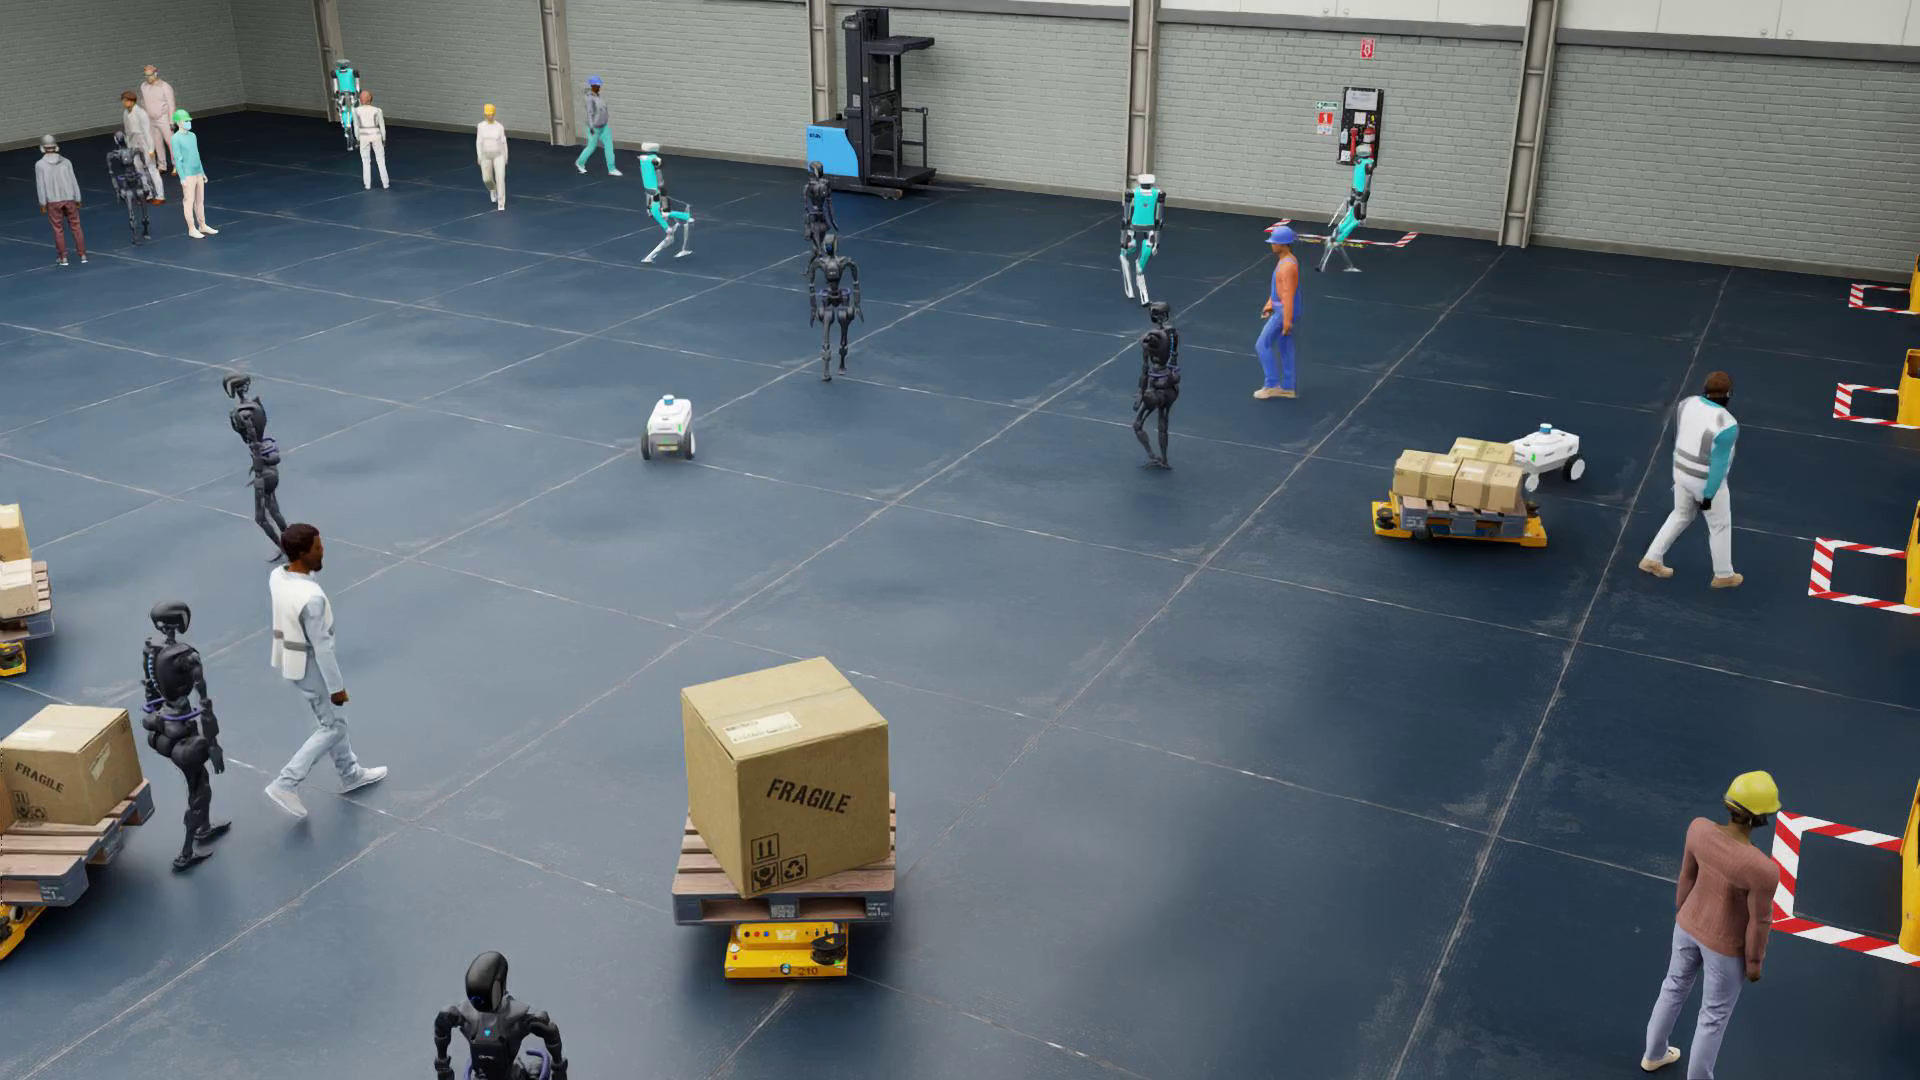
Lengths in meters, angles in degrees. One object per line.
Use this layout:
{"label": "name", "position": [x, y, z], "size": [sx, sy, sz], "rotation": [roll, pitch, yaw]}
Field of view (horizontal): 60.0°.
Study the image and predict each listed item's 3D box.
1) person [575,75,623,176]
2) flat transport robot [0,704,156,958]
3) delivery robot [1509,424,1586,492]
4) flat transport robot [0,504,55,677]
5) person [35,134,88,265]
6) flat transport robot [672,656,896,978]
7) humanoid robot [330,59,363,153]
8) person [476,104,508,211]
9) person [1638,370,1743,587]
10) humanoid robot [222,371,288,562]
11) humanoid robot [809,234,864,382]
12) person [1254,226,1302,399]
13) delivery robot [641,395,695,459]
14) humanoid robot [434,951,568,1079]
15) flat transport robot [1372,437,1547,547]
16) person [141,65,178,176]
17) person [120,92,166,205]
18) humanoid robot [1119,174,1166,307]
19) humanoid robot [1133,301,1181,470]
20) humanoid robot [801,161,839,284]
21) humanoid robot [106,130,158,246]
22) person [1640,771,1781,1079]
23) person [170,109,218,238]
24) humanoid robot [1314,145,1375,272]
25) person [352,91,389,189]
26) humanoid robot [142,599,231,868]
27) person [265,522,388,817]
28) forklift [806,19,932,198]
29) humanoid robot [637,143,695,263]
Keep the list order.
{"label": "person", "position": [-6.431, -7.296, 29.279], "size": [0.820, 1.743, 0.543], "rotation": [9, 25, 21]}
{"label": "flat transport robot", "position": [-5.497, 1.923, 9.686], "size": [0.659, 0.231, 1.431], "rotation": [1, 23, 2]}
{"label": "delivery robot", "position": [5.496, -0.798, 15.668], "size": [0.795, 0.602, 0.499], "rotation": [-15, 28, -31]}
{"label": "flat transport robot", "position": [-7.458, 0.719, 12.489], "size": [0.659, 0.231, 1.431], "rotation": [-12, 26, -26]}
{"label": "person", "position": [-12.634, -4.775, 23.335], "size": [0.552, 1.805, 0.380], "rotation": [-20, 30, -38]}
{"label": "flat transport robot", "position": [-0.970, 1.991, 9.528], "size": [0.659, 0.231, 1.431], "rotation": [-1, 23, -2]}
{"label": "humanoid robot", "position": [-11.493, -8.058, 31.112], "size": [0.543, 1.750, 1.043], "rotation": [0, 23, 0]}
{"label": "person", "position": [-7.503, -6.175, 26.740], "size": [0.479, 1.678, 0.619], "rotation": [-3, 23, -6]}
{"label": "person", "position": [5.993, -0.496, 13.384], "size": [0.713, 1.795, 0.620], "rotation": [-8, 24, -17]}
{"label": "humanoid robot", "position": [-5.789, -0.624, 13.839], "size": [0.413, 1.641, 0.593], "rotation": [-10, 25, -22]}
{"label": "humanoid robot", "position": [-1.362, -2.560, 18.382], "size": [0.609, 1.631, 0.735], "rotation": [-1, 23, -3]}
{"label": "person", "position": [3.386, -2.417, 17.734], "size": [0.592, 1.886, 0.535], "rotation": [7, 24, 15]}
{"label": "delivery robot", "position": [-2.862, -1.129, 16.422], "size": [0.499, 0.590, 0.793], "rotation": [0, 23, -1]}
{"label": "humanoid robot", "position": [-1.895, 2.349, 6.989], "size": [0.585, 1.617, 0.798], "rotation": [0, 23, 1]}
{"label": "flat transport robot", "position": [4.370, -0.188, 14.600], "size": [1.431, 0.231, 0.659], "rotation": [4, 24, 10]}
{"label": "person", "position": [-14.091, -7.375, 29.264], "size": [0.640, 1.905, 0.413], "rotation": [5, 24, 12]}
{"label": "person", "position": [-13.296, -6.353, 27.007], "size": [0.510, 1.822, 0.382], "rotation": [10, 25, 22]}
{"label": "humanoid robot", "position": [2.274, -3.827, 21.198], "size": [0.552, 1.737, 1.000], "rotation": [-3, 23, -7]}
{"label": "humanoid robot", "position": [1.884, -1.463, 15.776], "size": [0.348, 1.647, 0.609], "rotation": [19, 30, 38]}
{"label": "humanoid robot", "position": [-1.876, -4.299, 22.446], "size": [0.794, 1.622, 0.592], "rotation": [16, 28, 33]}
{"label": "humanoid robot", "position": [-12.192, -5.204, 24.533], "size": [0.590, 1.655, 0.598], "rotation": [-17, 29, -35]}
{"label": "person", "position": [3.611, 1.877, 7.910], "size": [0.342, 1.758, 0.519], "rotation": [-10, 25, -21]}
{"label": "person", "position": [-11.506, -5.482, 24.886], "size": [0.349, 1.879, 0.510], "rotation": [6, 24, 13]}
{"label": "humanoid robot", "position": [5.214, -4.478, 22.834], "size": [0.814, 1.845, 0.545], "rotation": [-2, 23, -5]}
{"label": "person", "position": [-9.997, -6.783, 28.234], "size": [0.505, 1.630, 0.314], "rotation": [-6, 24, -13]}
{"label": "humanoid robot", "position": [-4.591, 1.124, 9.786], "size": [0.612, 1.640, 0.478], "rotation": [13, 27, 28]}
{"label": "person", "position": [-4.022, 0.789, 10.269], "size": [0.709, 1.898, 0.609], "rotation": [-19, 30, -38]}
{"label": "forklift", "position": [-1.573, -7.292, 27.850], "size": [1.873, 2.768, 1.129], "rotation": [12, 26, 25]}
{"label": "humanoid robot", "position": [-4.094, -4.704, 23.293], "size": [1.038, 1.740, 0.559], "rotation": [-18, 29, -36]}
